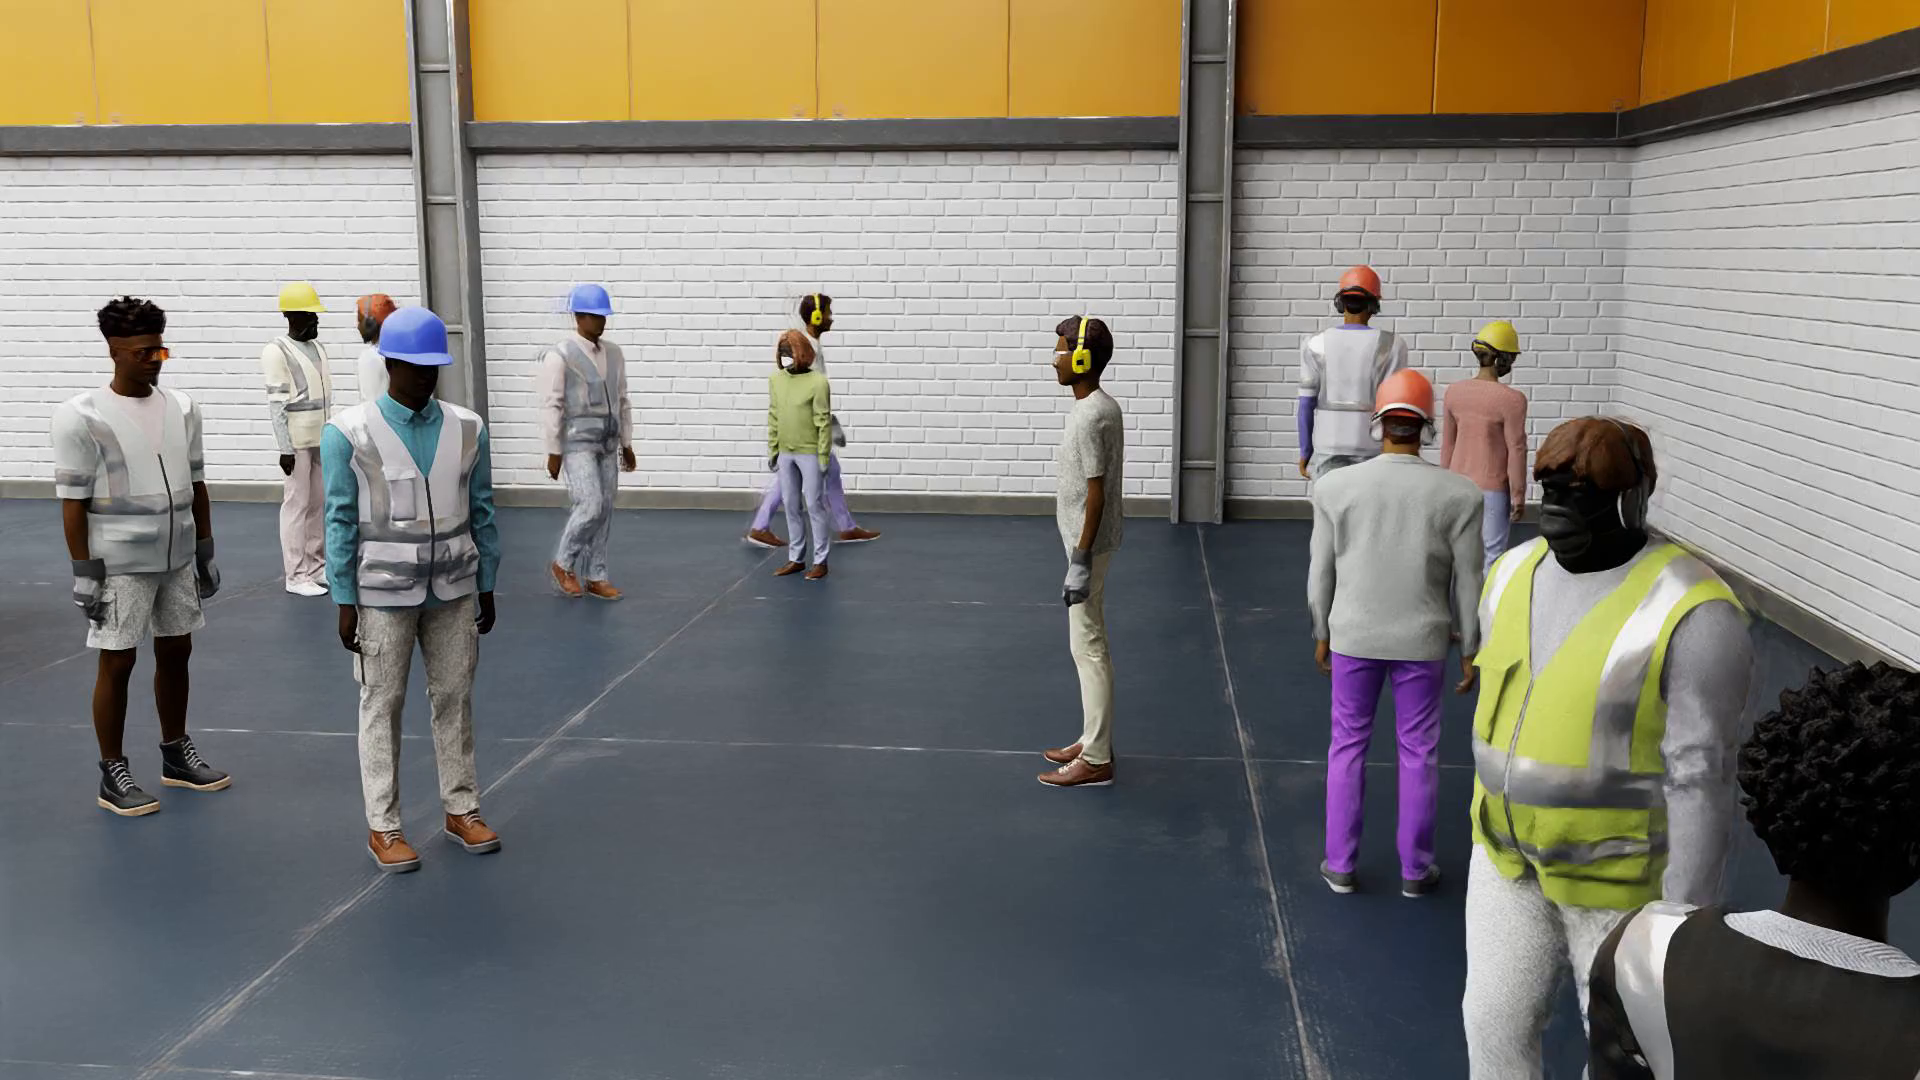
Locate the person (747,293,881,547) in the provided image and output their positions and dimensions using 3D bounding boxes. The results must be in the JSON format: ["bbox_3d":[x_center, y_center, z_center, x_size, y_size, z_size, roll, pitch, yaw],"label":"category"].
[{"bbox_3d":[-1.090,-0.847,11.912,0.969,1.825,0.518,-1,10,-7],"label":"person"}]

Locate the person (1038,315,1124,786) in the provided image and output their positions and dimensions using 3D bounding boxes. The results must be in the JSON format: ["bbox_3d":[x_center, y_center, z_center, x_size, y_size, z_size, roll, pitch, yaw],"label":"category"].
[{"bbox_3d":[0.485,0.048,6.625,0.317,1.870,0.531,2,10,9],"label":"person"}]

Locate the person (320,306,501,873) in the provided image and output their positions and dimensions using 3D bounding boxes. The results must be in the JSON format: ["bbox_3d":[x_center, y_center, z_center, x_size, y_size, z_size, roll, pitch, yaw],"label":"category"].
[{"bbox_3d":[-1.872,0.168,5.749,0.605,1.939,0.415,-8,13,-40],"label":"person"}]

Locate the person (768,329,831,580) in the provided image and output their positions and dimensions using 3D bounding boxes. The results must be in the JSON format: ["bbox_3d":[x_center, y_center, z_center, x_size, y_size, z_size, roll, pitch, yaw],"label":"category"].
[{"bbox_3d":[-1.035,-0.546,10.749,0.497,1.624,0.309,7,12,36],"label":"person"}]

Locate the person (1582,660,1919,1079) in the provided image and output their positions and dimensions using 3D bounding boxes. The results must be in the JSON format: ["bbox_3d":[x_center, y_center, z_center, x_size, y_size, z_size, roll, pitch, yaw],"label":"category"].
[{"bbox_3d":[0.940,0.967,1.860,0.318,1.697,0.535,-8,13,-39],"label":"person"}]

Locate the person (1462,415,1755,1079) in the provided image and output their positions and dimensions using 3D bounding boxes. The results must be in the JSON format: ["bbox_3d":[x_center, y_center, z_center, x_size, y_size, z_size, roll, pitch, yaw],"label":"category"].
[{"bbox_3d":[1.348,0.638,3.439,0.803,1.819,0.621,-6,11,-29],"label":"person"}]

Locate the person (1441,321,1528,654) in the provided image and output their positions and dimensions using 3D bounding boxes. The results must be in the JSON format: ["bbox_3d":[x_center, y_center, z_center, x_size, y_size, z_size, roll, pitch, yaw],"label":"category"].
[{"bbox_3d":[2.774,-0.274,8.806,0.341,1.754,0.532,-7,12,-34],"label":"person"}]

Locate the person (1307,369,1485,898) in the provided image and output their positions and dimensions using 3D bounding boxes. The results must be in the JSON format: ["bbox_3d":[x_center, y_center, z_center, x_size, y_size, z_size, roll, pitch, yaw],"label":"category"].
[{"bbox_3d":[1.433,0.309,5.509,0.571,1.742,0.363,3,10,16],"label":"person"}]

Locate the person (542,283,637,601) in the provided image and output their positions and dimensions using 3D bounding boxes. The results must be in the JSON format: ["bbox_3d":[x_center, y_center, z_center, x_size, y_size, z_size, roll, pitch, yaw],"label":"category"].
[{"bbox_3d":[-2.222,-0.574,10.029,0.426,1.933,0.607,6,11,30],"label":"person"}]

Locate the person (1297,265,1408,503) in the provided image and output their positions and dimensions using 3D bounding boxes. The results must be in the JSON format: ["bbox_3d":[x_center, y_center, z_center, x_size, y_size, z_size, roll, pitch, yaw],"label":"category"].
[{"bbox_3d":[2.236,-0.536,9.481,0.614,2.038,0.393,4,11,23],"label":"person"}]

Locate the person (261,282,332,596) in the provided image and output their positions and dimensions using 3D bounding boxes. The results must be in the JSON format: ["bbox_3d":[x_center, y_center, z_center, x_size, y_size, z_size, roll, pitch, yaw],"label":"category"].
[{"bbox_3d":[-4.049,-0.624,10.310,0.370,1.927,0.588,1,10,7],"label":"person"}]

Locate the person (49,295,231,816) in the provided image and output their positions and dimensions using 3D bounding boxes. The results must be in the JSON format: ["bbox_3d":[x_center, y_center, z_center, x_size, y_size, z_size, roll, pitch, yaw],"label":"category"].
[{"bbox_3d":[-3.101,0.058,6.319,0.380,1.957,0.607,5,11,27],"label":"person"}]
